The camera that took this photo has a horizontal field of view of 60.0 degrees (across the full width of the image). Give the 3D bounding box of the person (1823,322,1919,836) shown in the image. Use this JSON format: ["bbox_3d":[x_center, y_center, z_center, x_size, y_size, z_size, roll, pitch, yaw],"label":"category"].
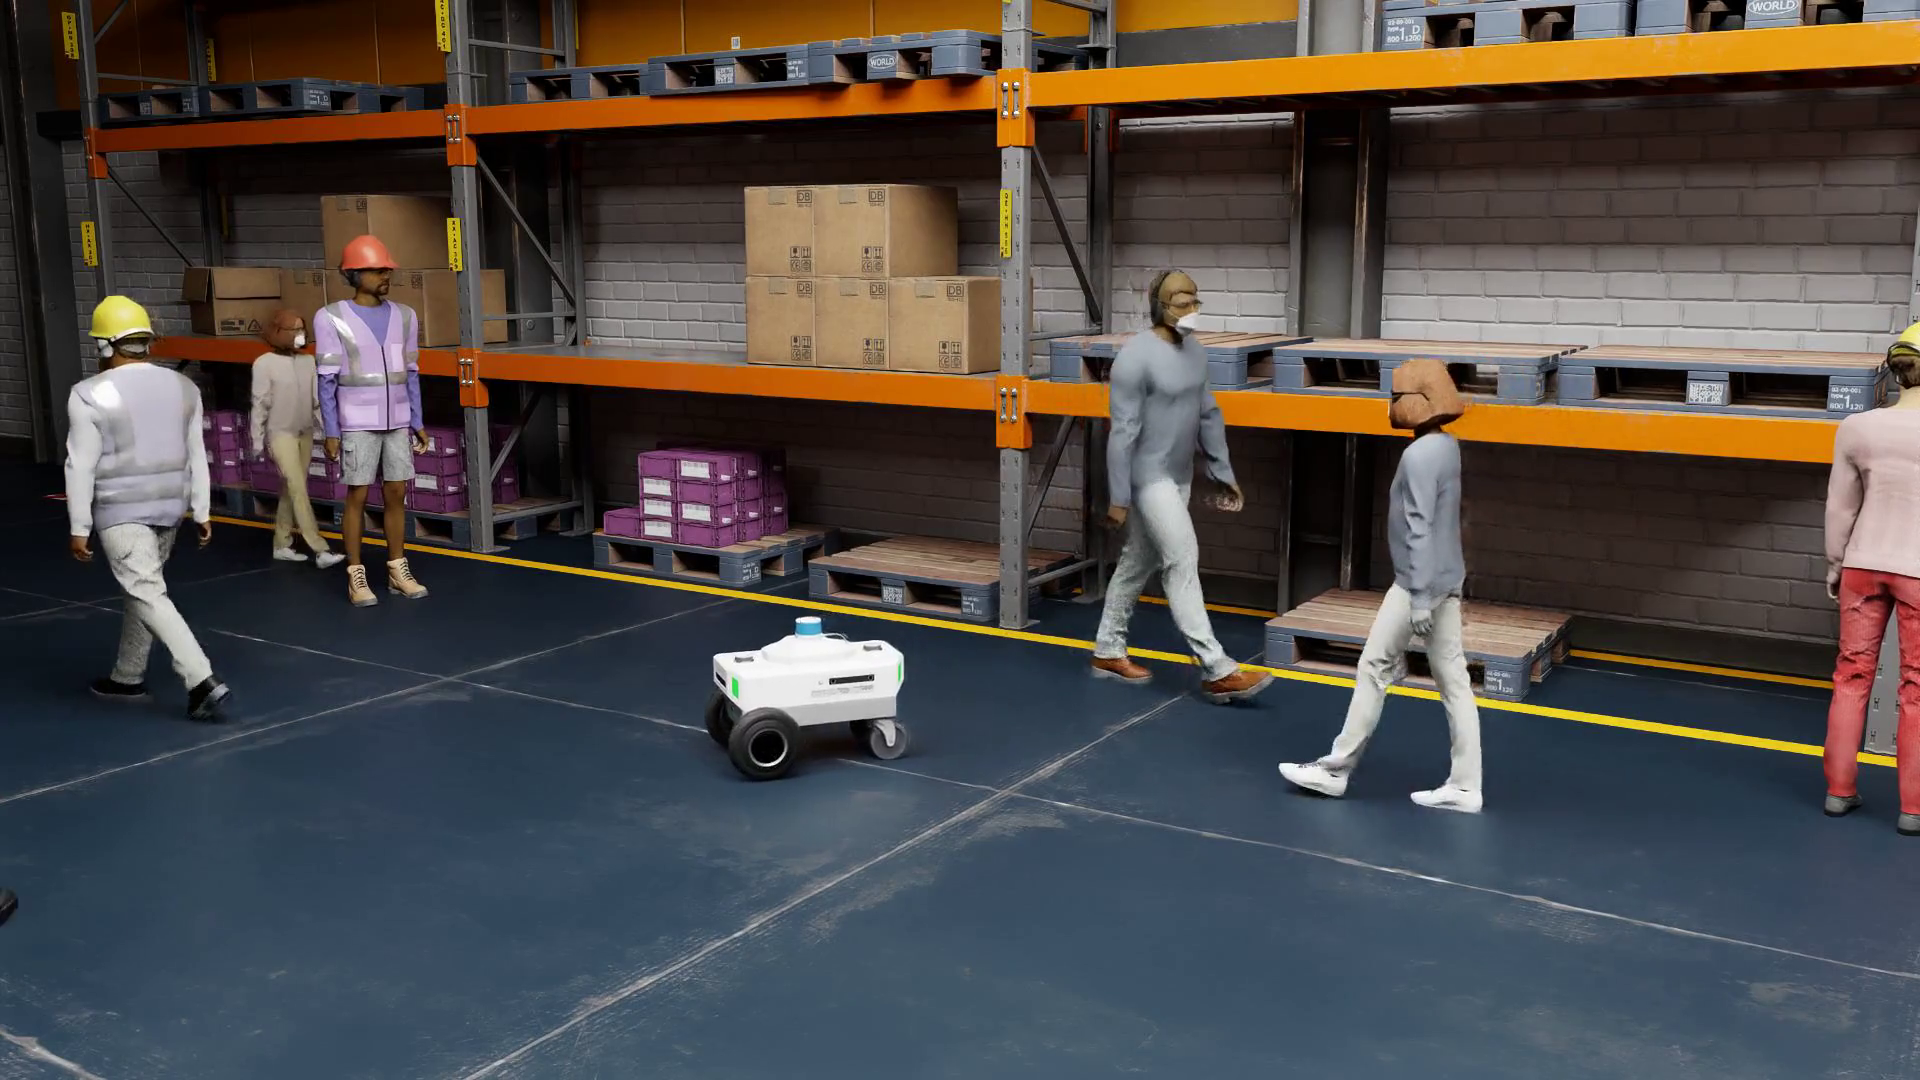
[{"bbox_3d":[3.242,0.127,5.716,0.337,1.759,0.524,-7,12,-34],"label":"person"}]

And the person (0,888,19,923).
[{"bbox_3d":[-3.153,0.240,4.703,0.568,1.895,0.632,3,11,18],"label":"person"}]

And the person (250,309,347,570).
[{"bbox_3d":[-4.066,-0.617,10.286,0.772,1.593,0.525,4,11,23],"label":"person"}]

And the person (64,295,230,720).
[{"bbox_3d":[-3.455,-0.134,7.056,0.913,1.798,0.597,5,11,25],"label":"person"}]

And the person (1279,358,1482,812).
[{"bbox_3d":[1.539,0.159,5.936,0.784,1.599,0.532,6,12,31],"label":"person"}]

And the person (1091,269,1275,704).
[{"bbox_3d":[0.982,-0.234,7.325,1.001,1.884,0.654,7,12,33],"label":"person"}]

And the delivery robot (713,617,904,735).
[{"bbox_3d":[-0.585,0.543,6.480,0.707,0.478,0.477,-4,11,-20],"label":"delivery robot"}]

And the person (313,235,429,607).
[{"bbox_3d":[-3.245,-0.656,9.254,0.372,2.043,0.615,9,14,41],"label":"person"}]
